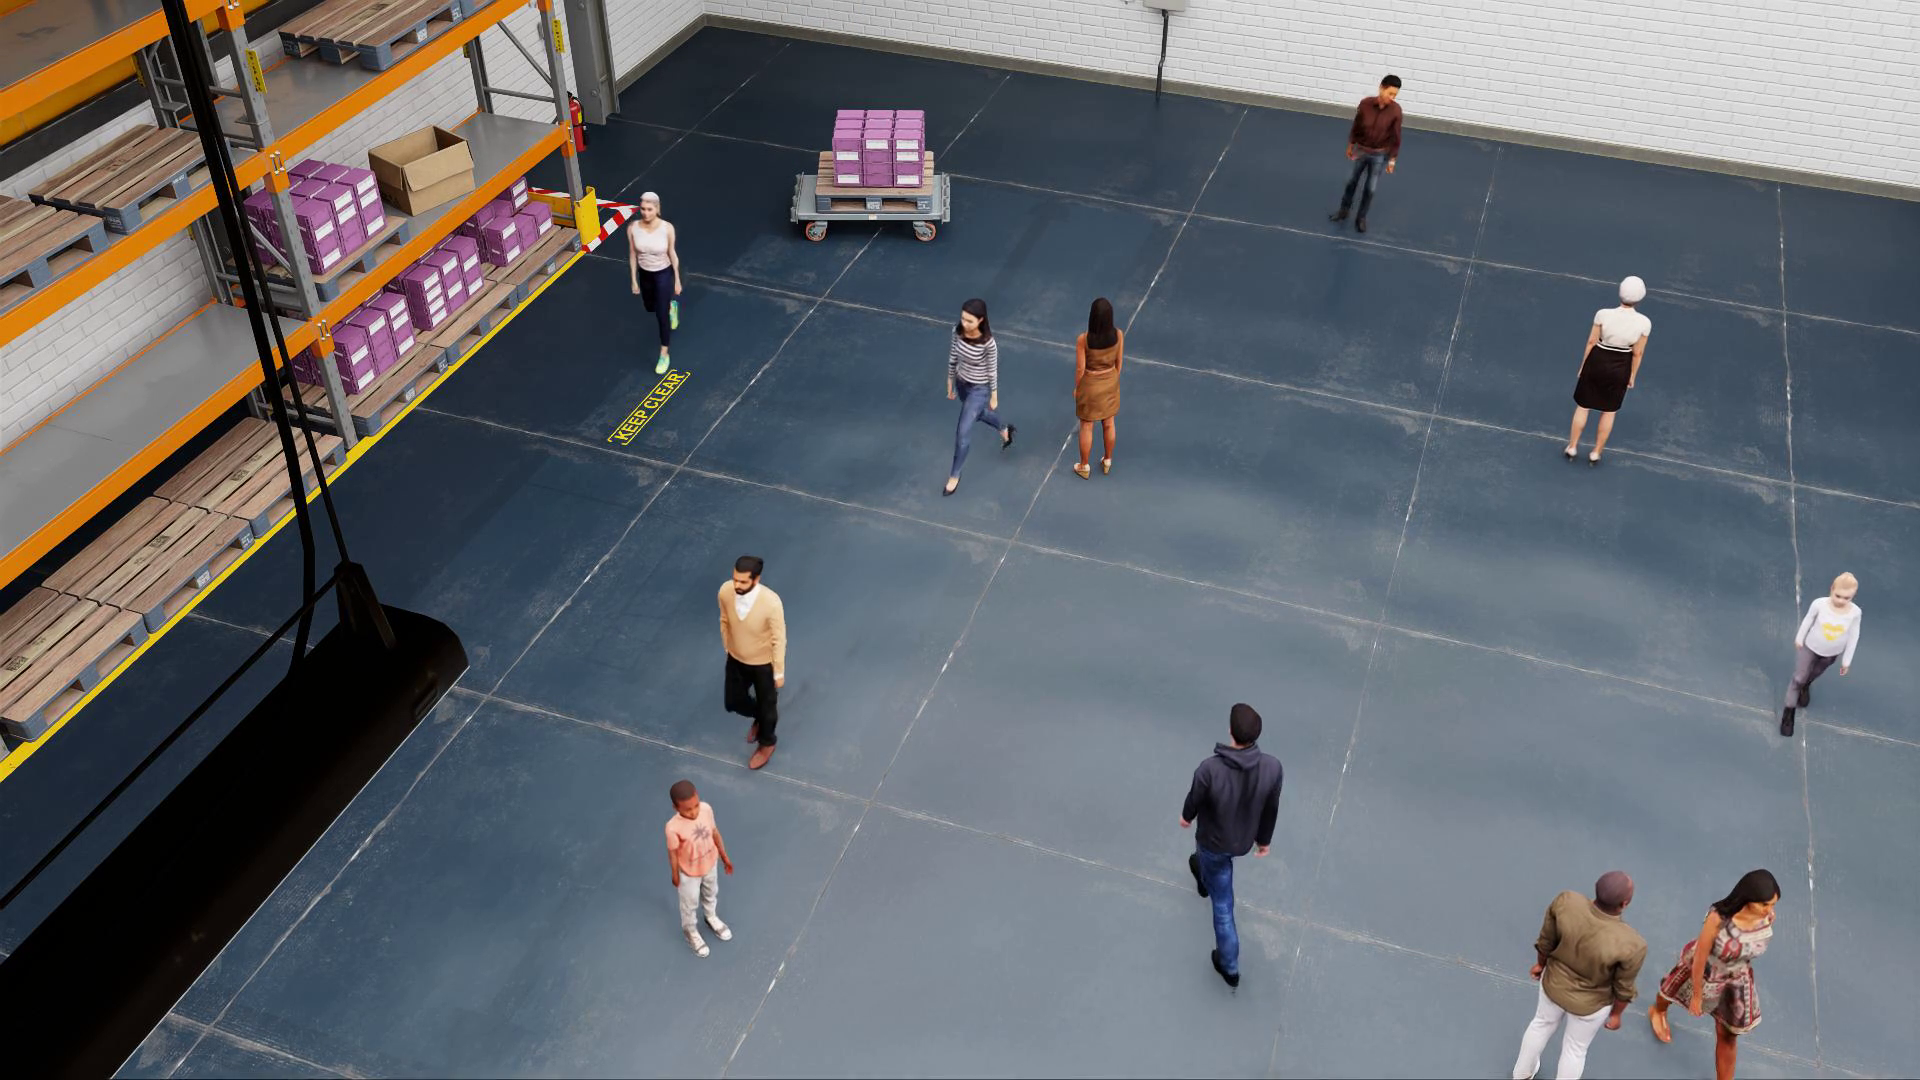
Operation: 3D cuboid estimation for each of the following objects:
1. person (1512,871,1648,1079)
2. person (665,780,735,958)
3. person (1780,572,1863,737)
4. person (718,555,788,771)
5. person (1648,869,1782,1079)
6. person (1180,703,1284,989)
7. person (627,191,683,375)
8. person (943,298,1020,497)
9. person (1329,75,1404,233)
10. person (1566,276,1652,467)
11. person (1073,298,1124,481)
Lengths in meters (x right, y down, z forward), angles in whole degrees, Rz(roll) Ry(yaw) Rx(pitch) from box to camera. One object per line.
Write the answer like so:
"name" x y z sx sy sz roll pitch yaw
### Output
"person" 3.324 2.427 8.965 0.772 1.825 0.801 -29 47 -31
"person" -1.606 1.913 10.024 0.565 1.307 0.644 -30 47 -32
"person" 6.003 0.717 11.571 0.491 1.244 0.889 13 40 16
"person" -1.331 0.751 11.129 0.683 1.743 0.700 16 41 19
"person" 4.146 2.342 9.251 0.913 1.600 1.171 -2 39 -3
"person" 1.580 1.818 9.720 1.137 1.833 1.322 -9 39 -11
"person" -2.749 -2.426 15.156 0.726 1.682 1.105 5 39 7
"person" 0.169 -1.227 13.599 0.878 1.752 1.227 28 47 31
"person" 4.189 -3.980 17.055 0.761 1.740 0.626 25 45 28
"person" 5.362 -1.383 13.794 0.593 1.751 0.517 12 40 14
"person" 1.132 -1.244 13.669 0.639 1.690 0.682 -12 40 -15
